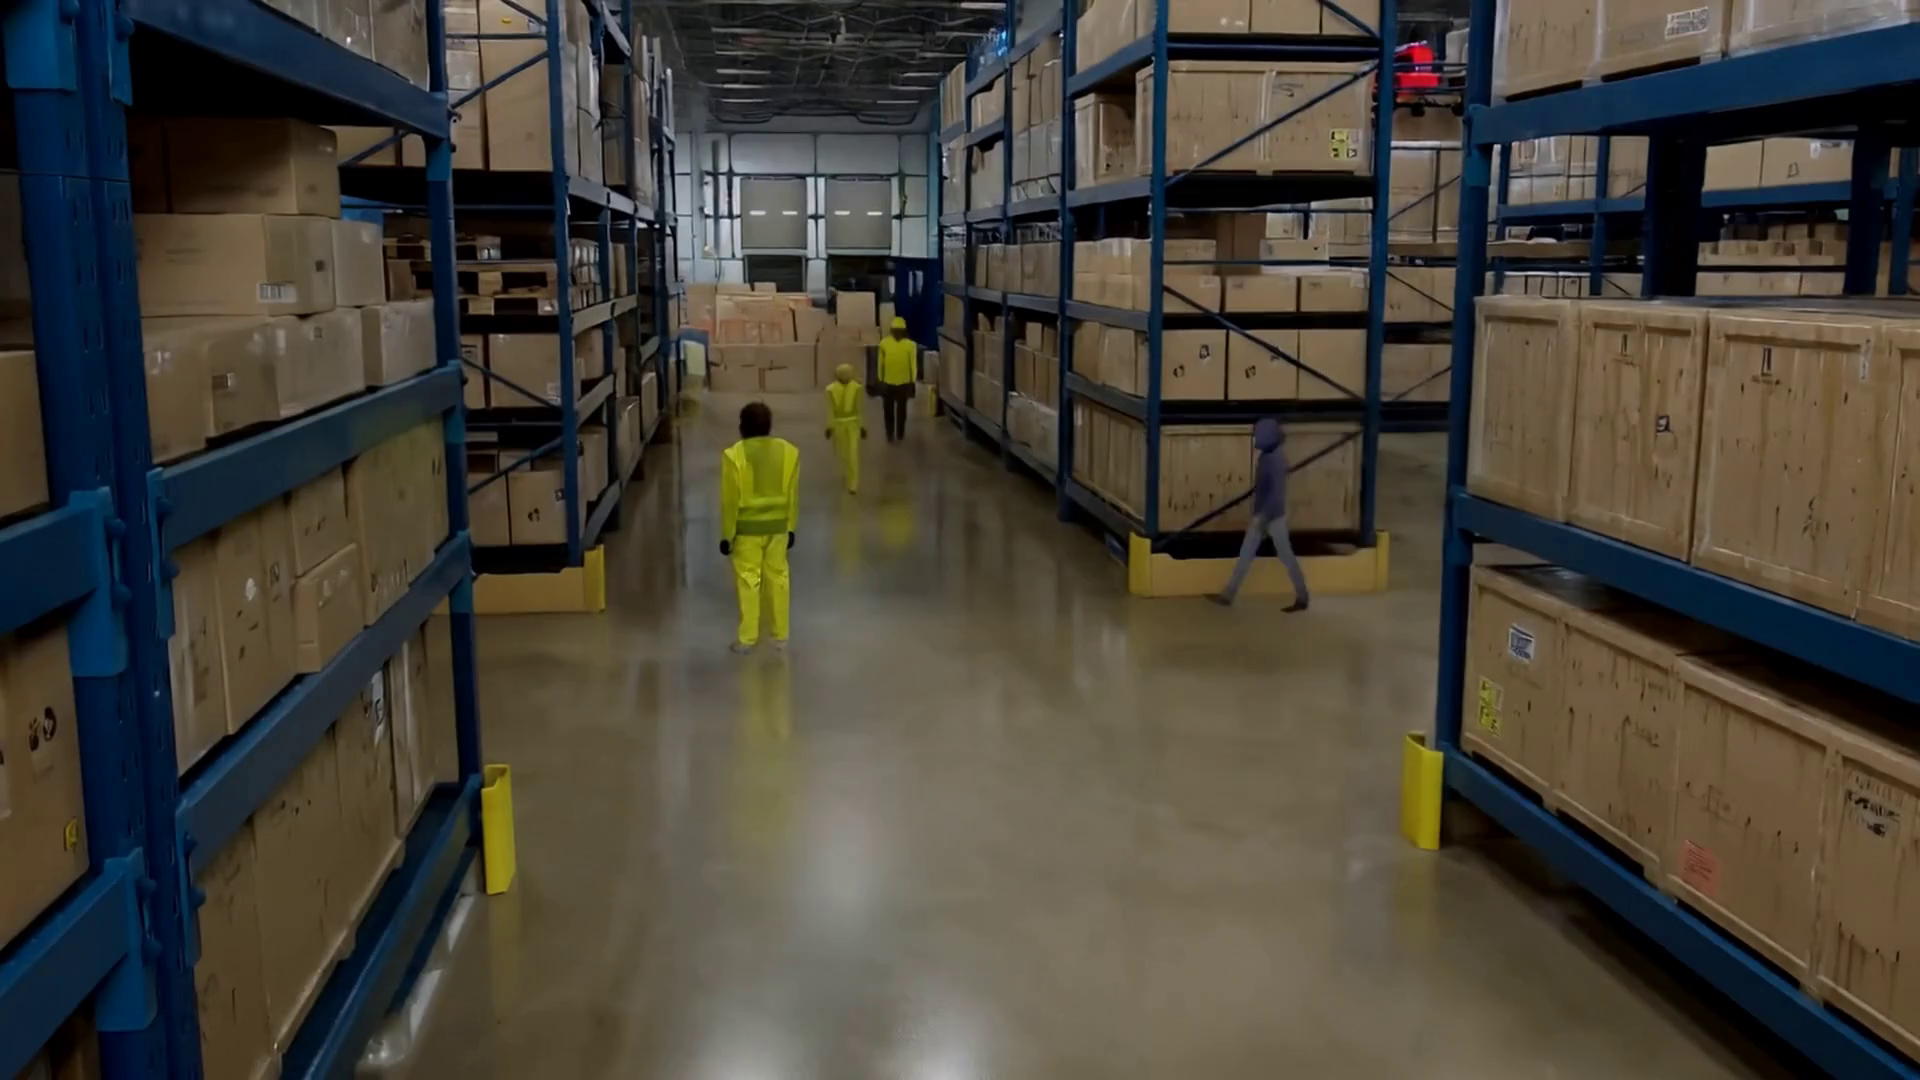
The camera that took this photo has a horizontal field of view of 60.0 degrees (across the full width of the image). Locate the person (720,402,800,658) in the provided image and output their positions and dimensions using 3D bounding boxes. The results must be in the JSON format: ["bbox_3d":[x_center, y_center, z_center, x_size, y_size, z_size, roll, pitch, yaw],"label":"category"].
[{"bbox_3d":[-1.460,-0.073,11.999,0.633,1.846,0.429,-7,12,-37],"label":"person"}]

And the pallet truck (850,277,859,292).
[{"bbox_3d":[-3.782,-9.391,65.808,1.885,1.965,0.823,2,10,10],"label":"pallet truck"}]

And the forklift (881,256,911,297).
[{"bbox_3d":[-2.062,-7.792,53.930,1.129,2.768,1.873,-2,10,-13],"label":"forklift"}]

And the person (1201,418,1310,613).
[{"bbox_3d":[2.440,-0.185,13.410,0.881,1.583,0.518,-1,10,-7],"label":"person"}]

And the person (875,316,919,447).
[{"bbox_3d":[-0.940,-2.362,24.962,0.654,1.964,0.836,-1,10,-3],"label":"person"}]

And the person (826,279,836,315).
[{"bbox_3d":[-5.321,-9.643,67.521,0.882,1.905,0.578,2,10,14],"label":"person"}]

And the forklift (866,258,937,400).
[{"bbox_3d":[-0.924,-4.260,33.368,1.129,2.768,1.873,8,12,37],"label":"forklift"}]

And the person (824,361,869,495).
[{"bbox_3d":[-1.368,-1.367,20.179,0.548,1.615,0.484,1,10,6],"label":"person"}]
